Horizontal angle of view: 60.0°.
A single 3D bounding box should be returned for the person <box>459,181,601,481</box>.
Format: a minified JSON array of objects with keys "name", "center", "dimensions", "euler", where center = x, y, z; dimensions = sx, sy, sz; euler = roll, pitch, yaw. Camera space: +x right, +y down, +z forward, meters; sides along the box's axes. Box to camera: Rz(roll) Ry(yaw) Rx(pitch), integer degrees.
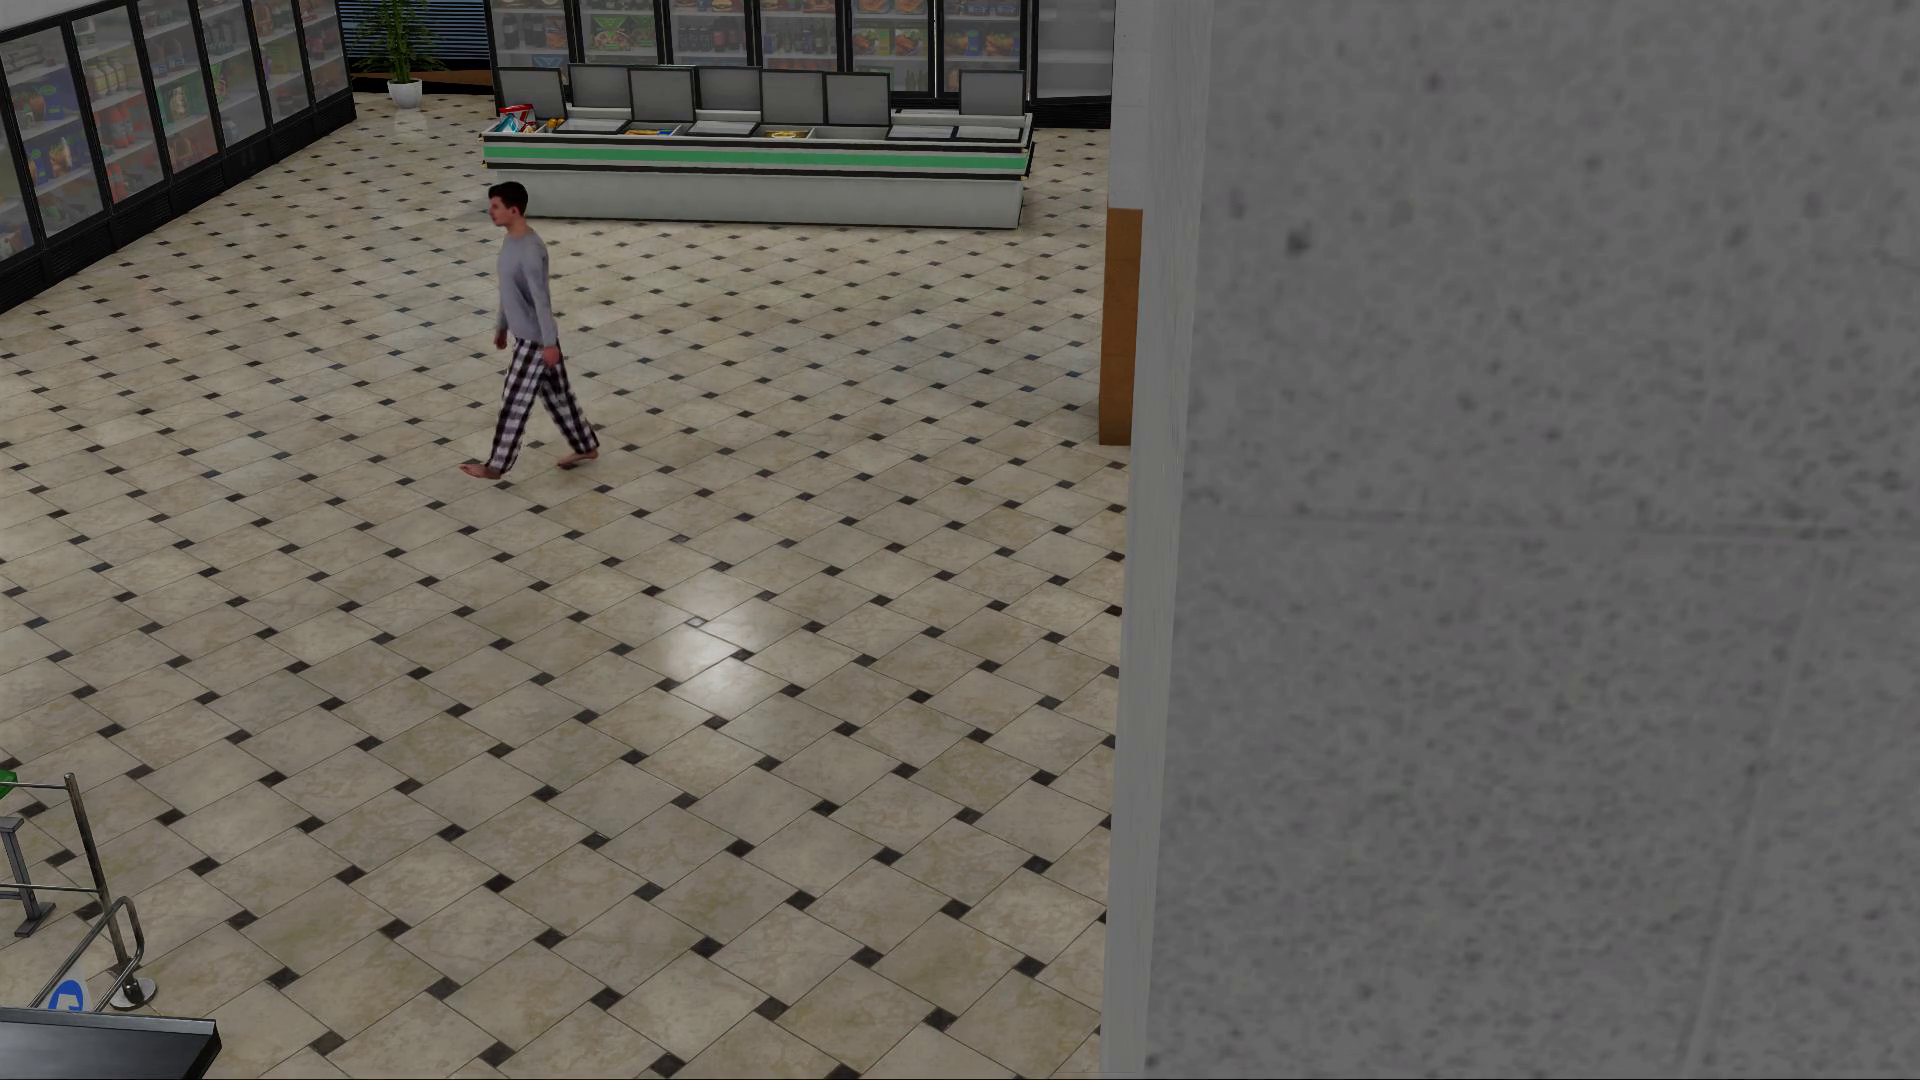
[{"name":"person","center":[-2.477,-1.244,10.010],"dimensions":[1.212,1.812,1.007],"euler":[-13,29,-23]}]
